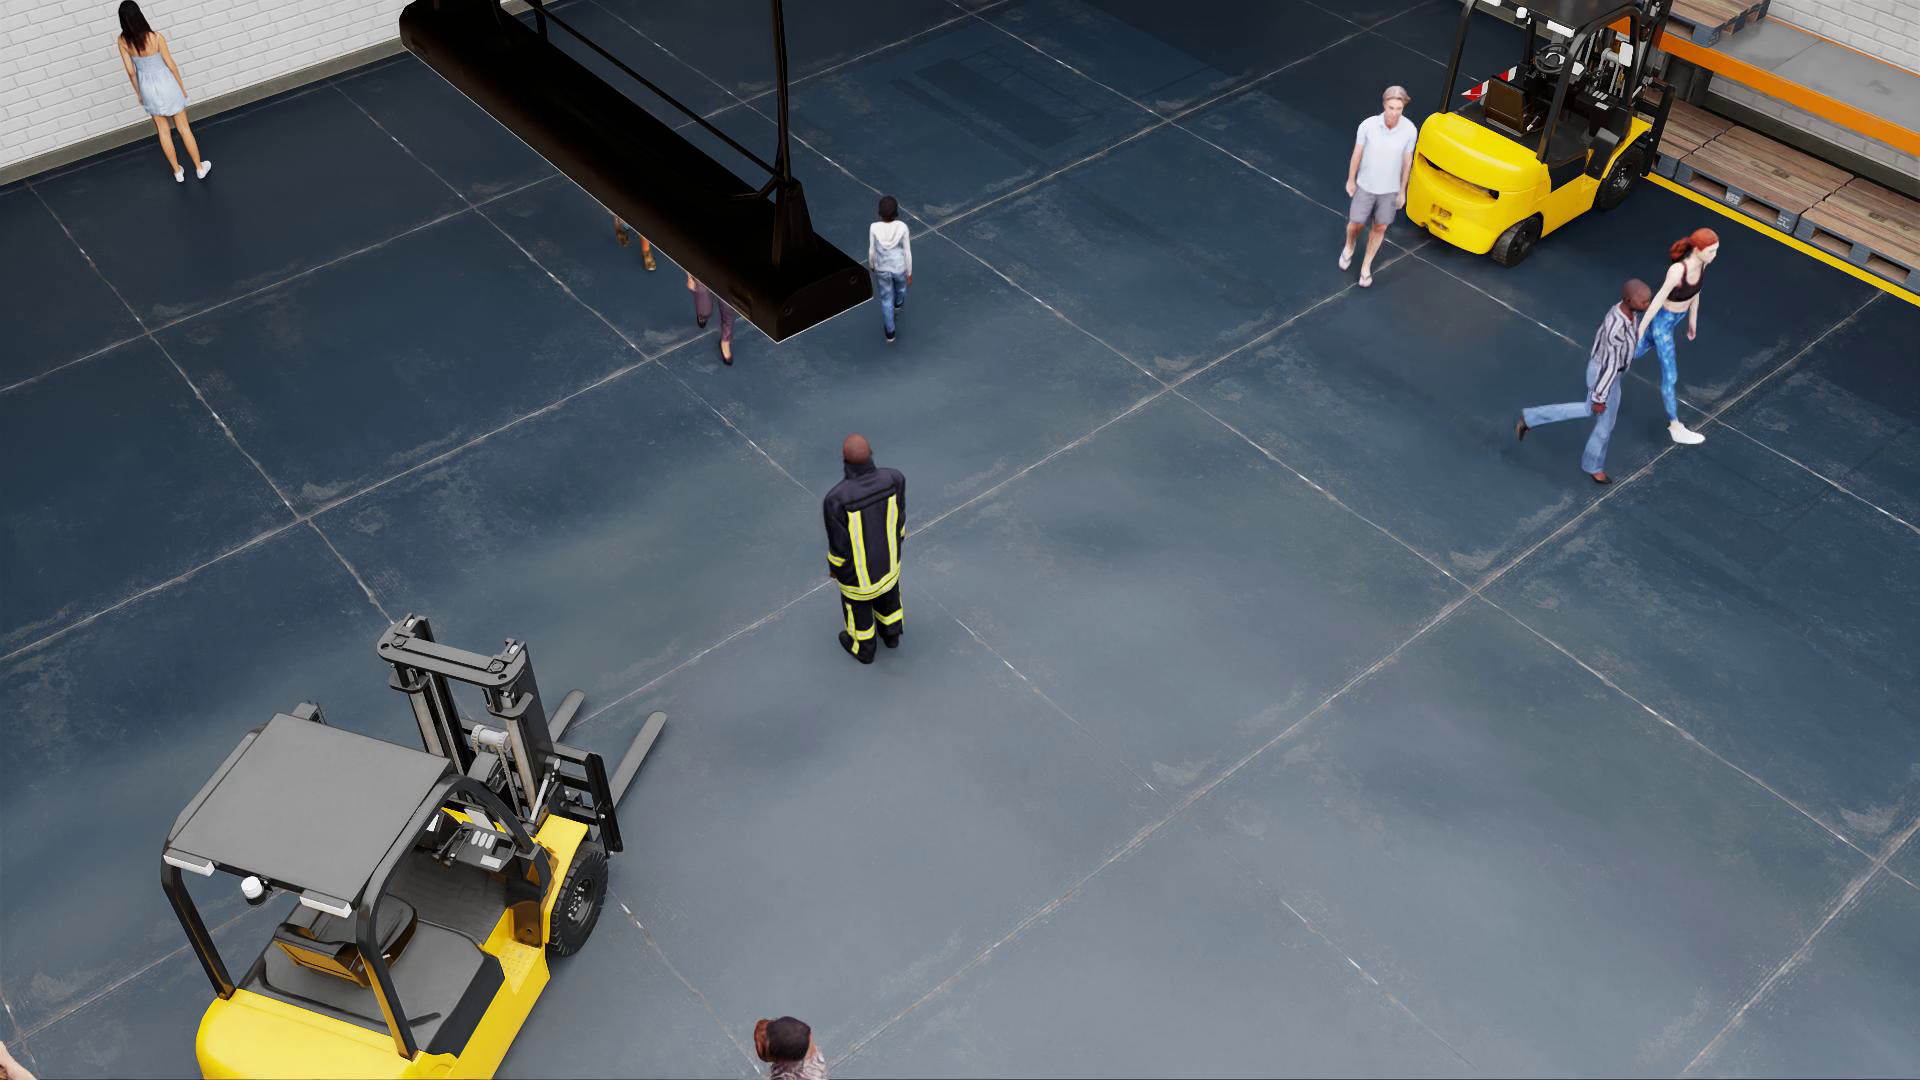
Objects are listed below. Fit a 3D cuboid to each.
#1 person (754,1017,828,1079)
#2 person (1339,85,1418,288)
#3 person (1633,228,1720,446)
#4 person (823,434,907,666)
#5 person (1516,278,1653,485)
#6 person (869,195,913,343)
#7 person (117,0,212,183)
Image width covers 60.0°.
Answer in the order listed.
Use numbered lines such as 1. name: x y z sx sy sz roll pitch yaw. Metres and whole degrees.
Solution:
1. person: -0.881 2.758 7.930 1.037 1.696 0.953 4 44 4
2. person: 3.489 -2.998 13.880 0.825 1.822 0.886 6 44 6
3. person: 5.195 -1.608 12.489 0.599 1.729 1.216 -32 52 -29
4. person: -0.603 0.042 10.690 0.770 1.821 0.695 -24 49 -23
5. person: 4.534 -1.156 11.987 1.131 1.767 0.930 17 46 17
6. person: -0.565 -2.170 13.440 0.791 1.231 0.908 -2 44 -2
7. person: -7.260 -4.072 15.075 0.664 1.730 0.661 -11 45 -11
